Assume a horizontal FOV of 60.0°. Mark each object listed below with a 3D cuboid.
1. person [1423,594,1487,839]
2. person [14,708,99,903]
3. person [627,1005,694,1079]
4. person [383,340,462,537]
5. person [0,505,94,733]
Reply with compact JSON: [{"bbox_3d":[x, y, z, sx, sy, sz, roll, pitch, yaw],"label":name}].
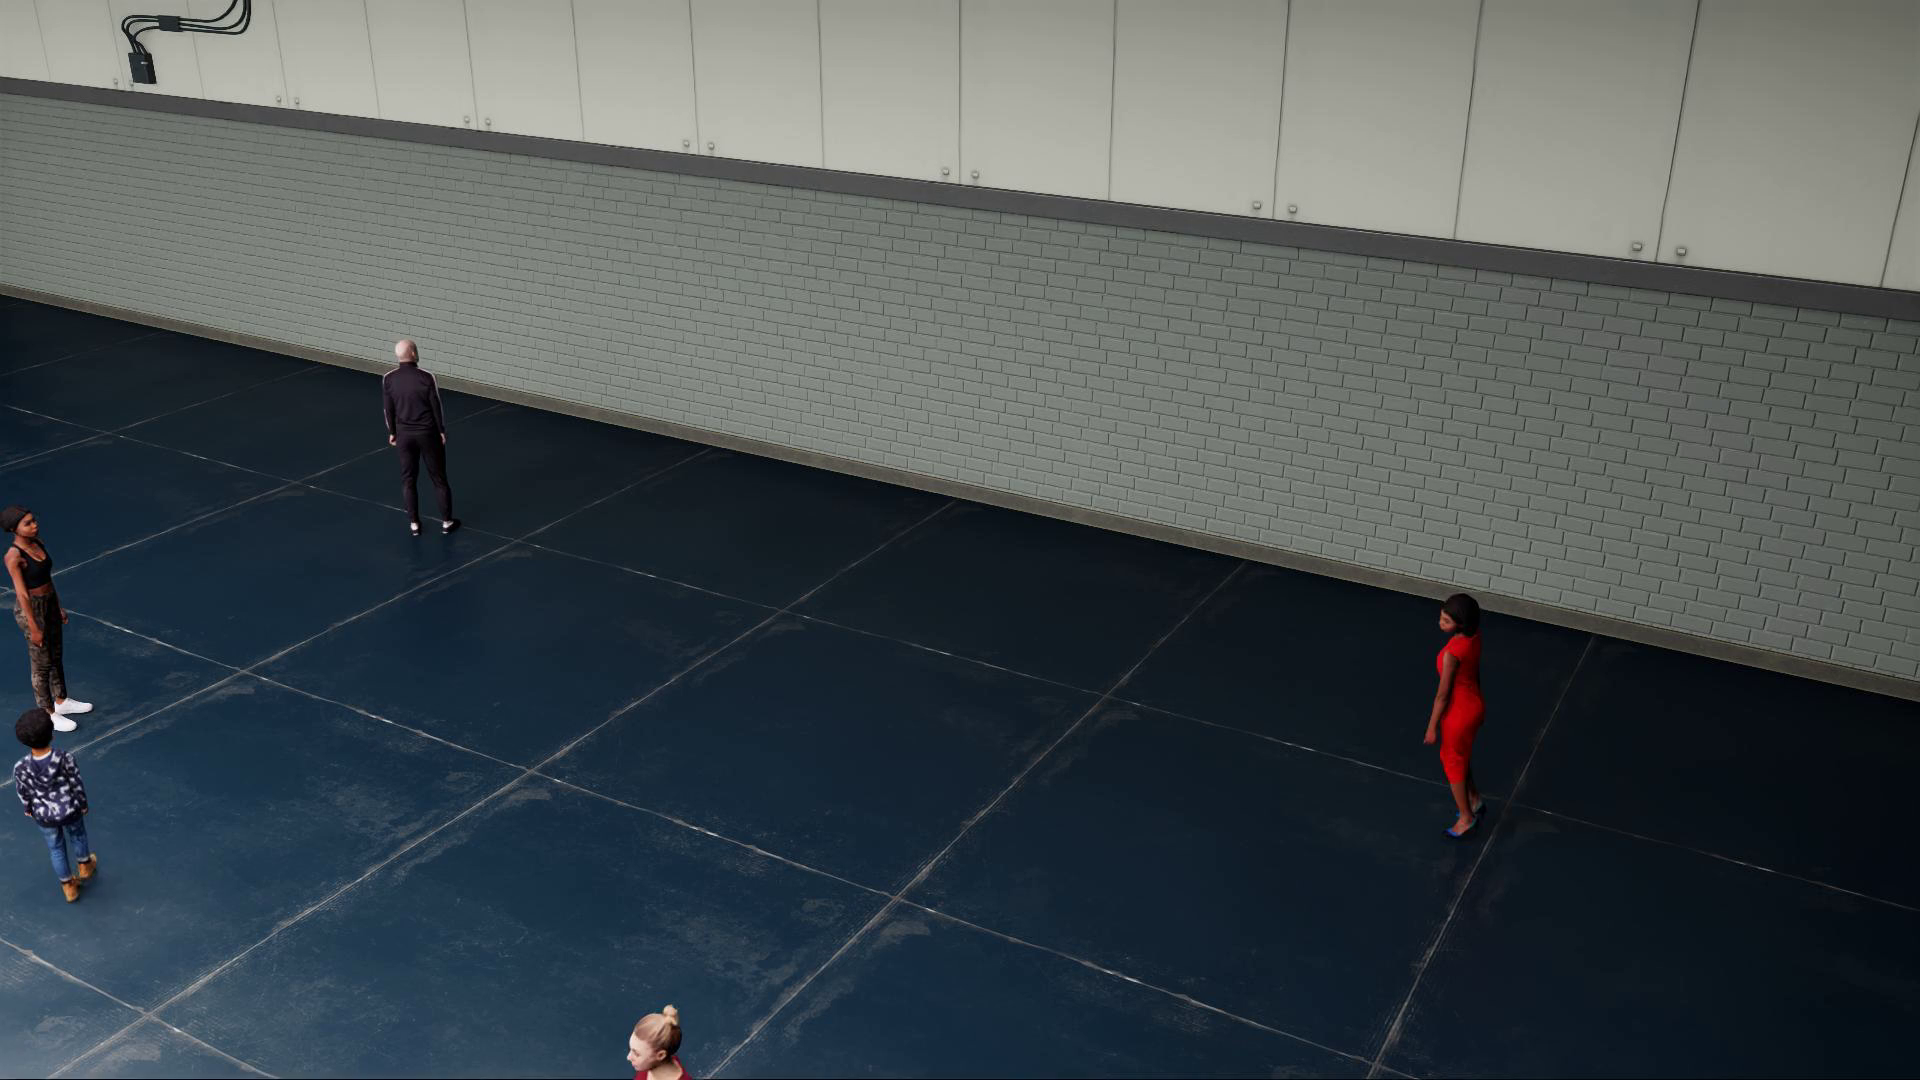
[{"bbox_3d":[3.213,1.135,10.495,0.679,1.715,0.533,20,30,39],"label":"person"},{"bbox_3d":[-5.436,1.610,9.984,0.689,1.242,0.736,-10,25,-22],"label":"person"},{"bbox_3d":[-1.152,2.653,6.970,1.063,1.681,0.895,-14,27,-30],"label":"person"},{"bbox_3d":[-4.950,-0.927,15.194,0.768,1.834,0.782,-2,23,-4],"label":"person"},{"bbox_3d":[-6.599,0.535,11.926,0.723,1.700,0.624,0,23,-1],"label":"person"}]
